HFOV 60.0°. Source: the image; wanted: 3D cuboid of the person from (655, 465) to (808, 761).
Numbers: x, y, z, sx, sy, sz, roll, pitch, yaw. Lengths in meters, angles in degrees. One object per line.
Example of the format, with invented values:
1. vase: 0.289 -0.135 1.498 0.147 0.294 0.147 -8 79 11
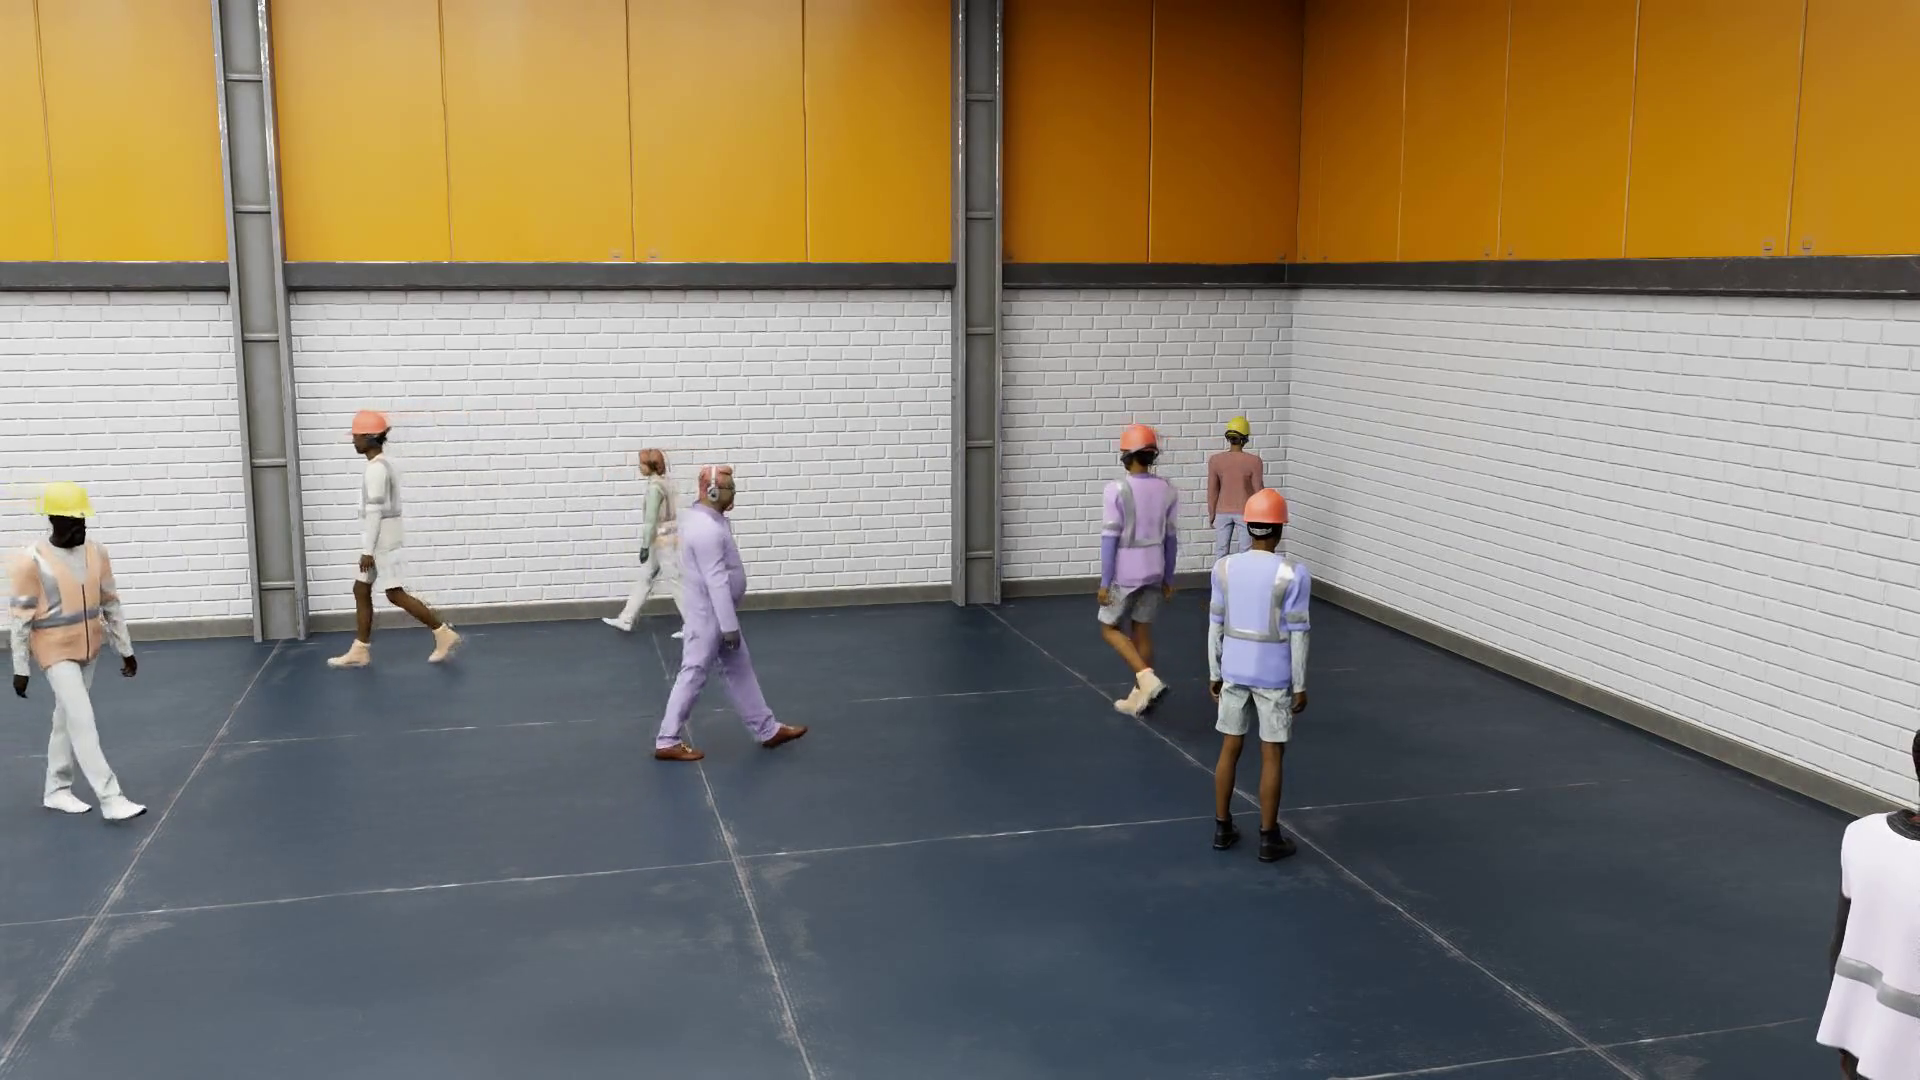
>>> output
1. person: -1.469 0.456 10.384 0.969 1.852 0.658 -1 9 -5

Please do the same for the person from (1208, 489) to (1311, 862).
1. person: 1.567 0.694 8.706 0.558 1.924 0.428 7 11 37

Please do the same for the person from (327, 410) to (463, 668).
1. person: -4.363 -0.004 12.773 0.966 2.011 0.611 -3 10 -17

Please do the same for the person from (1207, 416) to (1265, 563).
1. person: 2.468 -0.220 14.872 0.523 1.769 0.314 5 10 26

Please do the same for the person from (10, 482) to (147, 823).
1. person: -4.805 0.626 9.183 0.898 1.888 0.617 3 9 16

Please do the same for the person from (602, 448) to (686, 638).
1. person: -2.557 0.037 13.819 0.866 1.588 0.523 -1 9 -7

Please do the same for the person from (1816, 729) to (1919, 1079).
1. person: 2.486 1.390 4.354 0.398 1.916 0.590 -1 9 -4

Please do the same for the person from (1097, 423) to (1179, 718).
1. person: 1.224 0.230 11.222 0.621 2.032 0.551 -6 11 -32
